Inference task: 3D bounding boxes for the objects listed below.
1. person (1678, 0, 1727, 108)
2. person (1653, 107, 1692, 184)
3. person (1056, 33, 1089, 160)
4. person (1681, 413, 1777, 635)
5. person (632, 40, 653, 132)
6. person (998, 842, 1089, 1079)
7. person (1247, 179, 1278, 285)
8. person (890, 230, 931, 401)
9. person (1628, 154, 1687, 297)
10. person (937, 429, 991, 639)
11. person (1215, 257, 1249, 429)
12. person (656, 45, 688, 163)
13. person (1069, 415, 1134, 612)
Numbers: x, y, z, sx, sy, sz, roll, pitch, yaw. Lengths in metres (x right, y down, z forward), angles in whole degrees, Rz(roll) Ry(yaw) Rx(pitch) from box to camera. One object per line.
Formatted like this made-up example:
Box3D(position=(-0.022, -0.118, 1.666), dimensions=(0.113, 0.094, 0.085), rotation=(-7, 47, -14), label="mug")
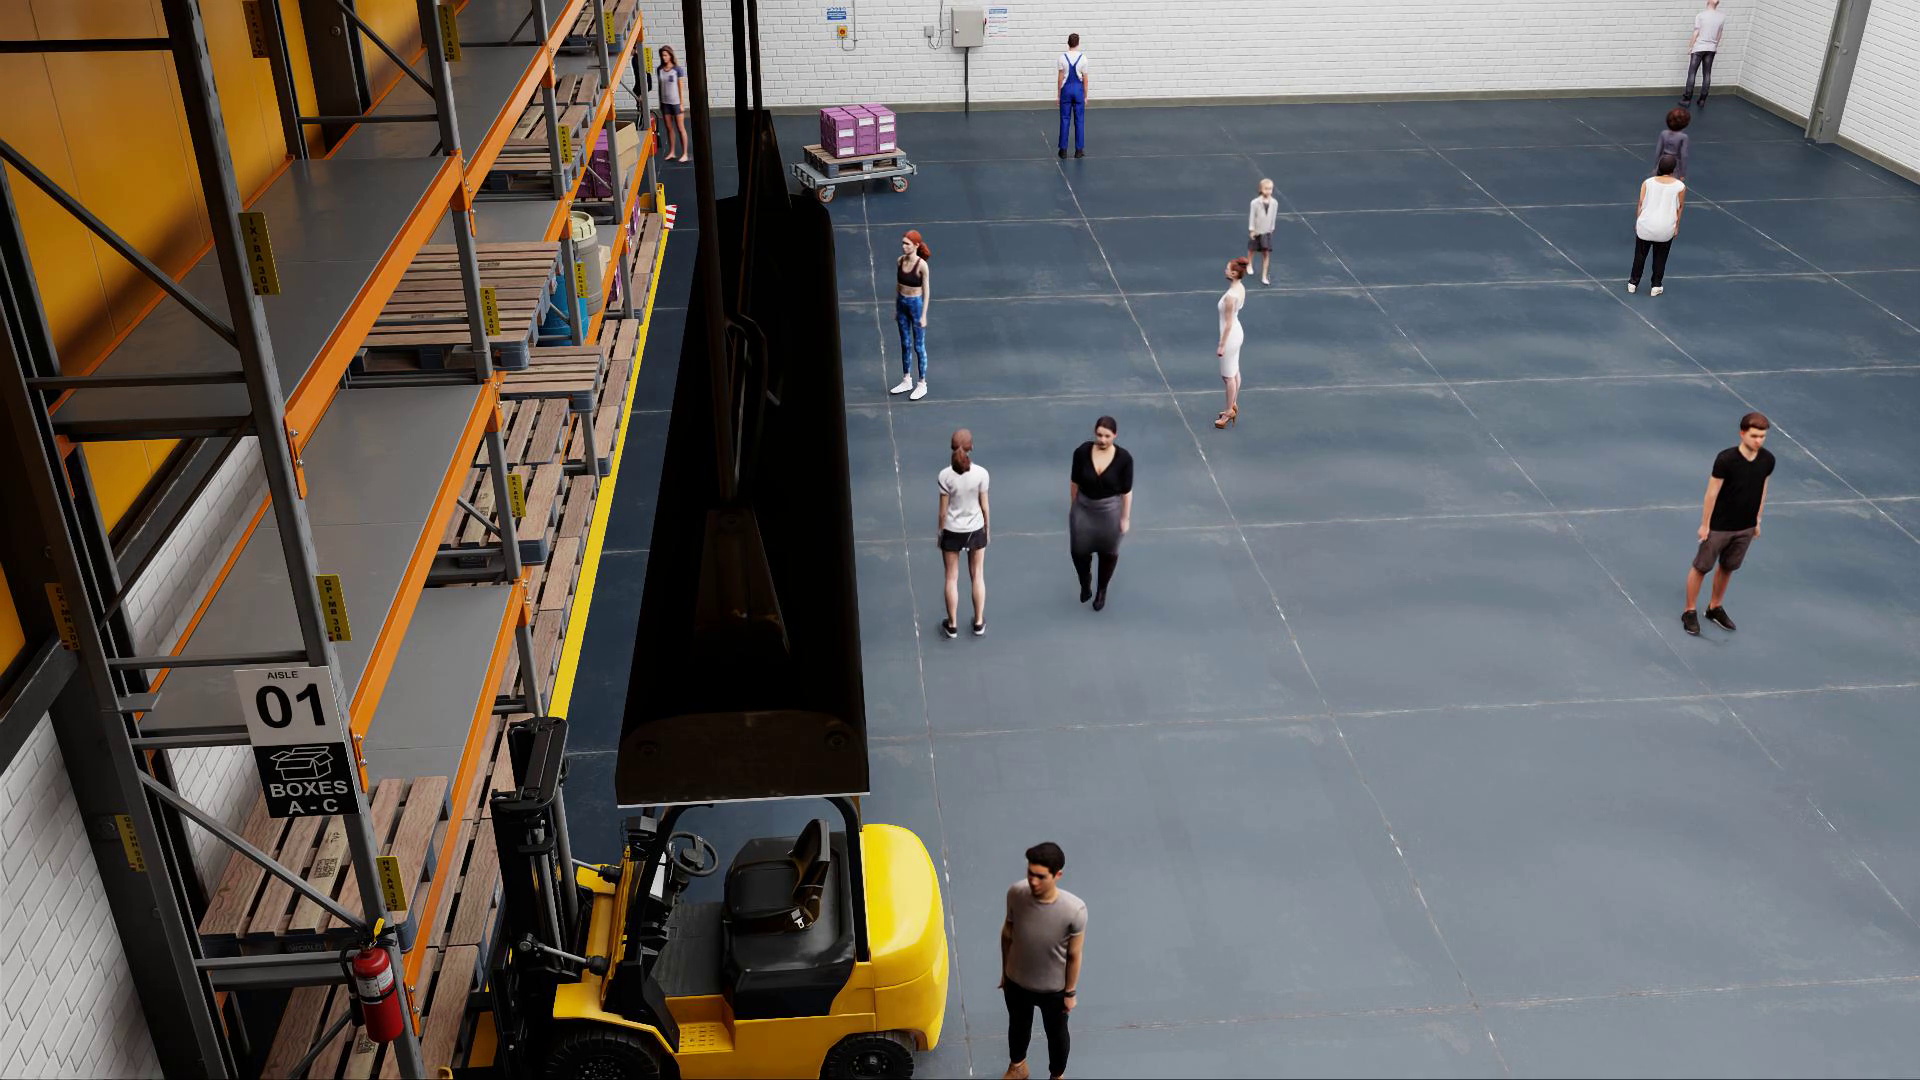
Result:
Box3D(position=(12.498, -8.230, 27.946), dimensions=(0.654, 1.833, 0.579), rotation=(-1, 29, -2), label="person")
Box3D(position=(9.271, -4.800, 21.785), dimensions=(0.726, 1.710, 0.625), rotation=(-20, 34, -32), label="person")
Box3D(position=(1.690, -6.733, 25.183), dimensions=(0.663, 1.849, 0.611), rotation=(2, 29, 3), label="person")
Box3D(position=(6.071, -0.156, 13.114), dimensions=(0.667, 1.861, 0.572), rotation=(-3, 29, -6), label="person")
Box3D(position=(-4.904, -6.891, 25.624), dimensions=(0.703, 1.705, 0.498), rotation=(1, 29, 2), label="person")
Box3D(position=(0.425, 2.289, 8.776), dimensions=(0.686, 1.724, 0.696), rotation=(13, 31, 23), label="person")
Box3D(position=(3.684, -3.826, 20.480), dimensions=(0.525, 1.249, 0.887), rotation=(-1, 29, -2), label="person")
Box3D(position=(-0.500, -2.336, 17.190), dimensions=(0.687, 1.785, 0.746), rotation=(21, 35, 33), label="person")
Box3D(position=(8.357, -3.792, 19.962), dimensions=(0.765, 1.687, 0.794), rotation=(15, 32, 26), label="person")
Box3D(position=(0.021, -0.049, 13.034), dimensions=(0.577, 1.750, 0.532), rotation=(-4, 29, -7), label="person")
Box3D(position=(2.696, -1.963, 16.500), dimensions=(0.700, 1.790, 0.574), rotation=(12, 31, 20), label="person")
Box3D(position=(-4.321, -6.571, 25.014), dimensions=(0.674, 1.727, 0.686), rotation=(11, 31, 20), label="person")
Box3D(position=(1.149, -0.245, 13.401), dimensions=(0.747, 1.742, 0.739), rotation=(8, 30, 14), label="person")
